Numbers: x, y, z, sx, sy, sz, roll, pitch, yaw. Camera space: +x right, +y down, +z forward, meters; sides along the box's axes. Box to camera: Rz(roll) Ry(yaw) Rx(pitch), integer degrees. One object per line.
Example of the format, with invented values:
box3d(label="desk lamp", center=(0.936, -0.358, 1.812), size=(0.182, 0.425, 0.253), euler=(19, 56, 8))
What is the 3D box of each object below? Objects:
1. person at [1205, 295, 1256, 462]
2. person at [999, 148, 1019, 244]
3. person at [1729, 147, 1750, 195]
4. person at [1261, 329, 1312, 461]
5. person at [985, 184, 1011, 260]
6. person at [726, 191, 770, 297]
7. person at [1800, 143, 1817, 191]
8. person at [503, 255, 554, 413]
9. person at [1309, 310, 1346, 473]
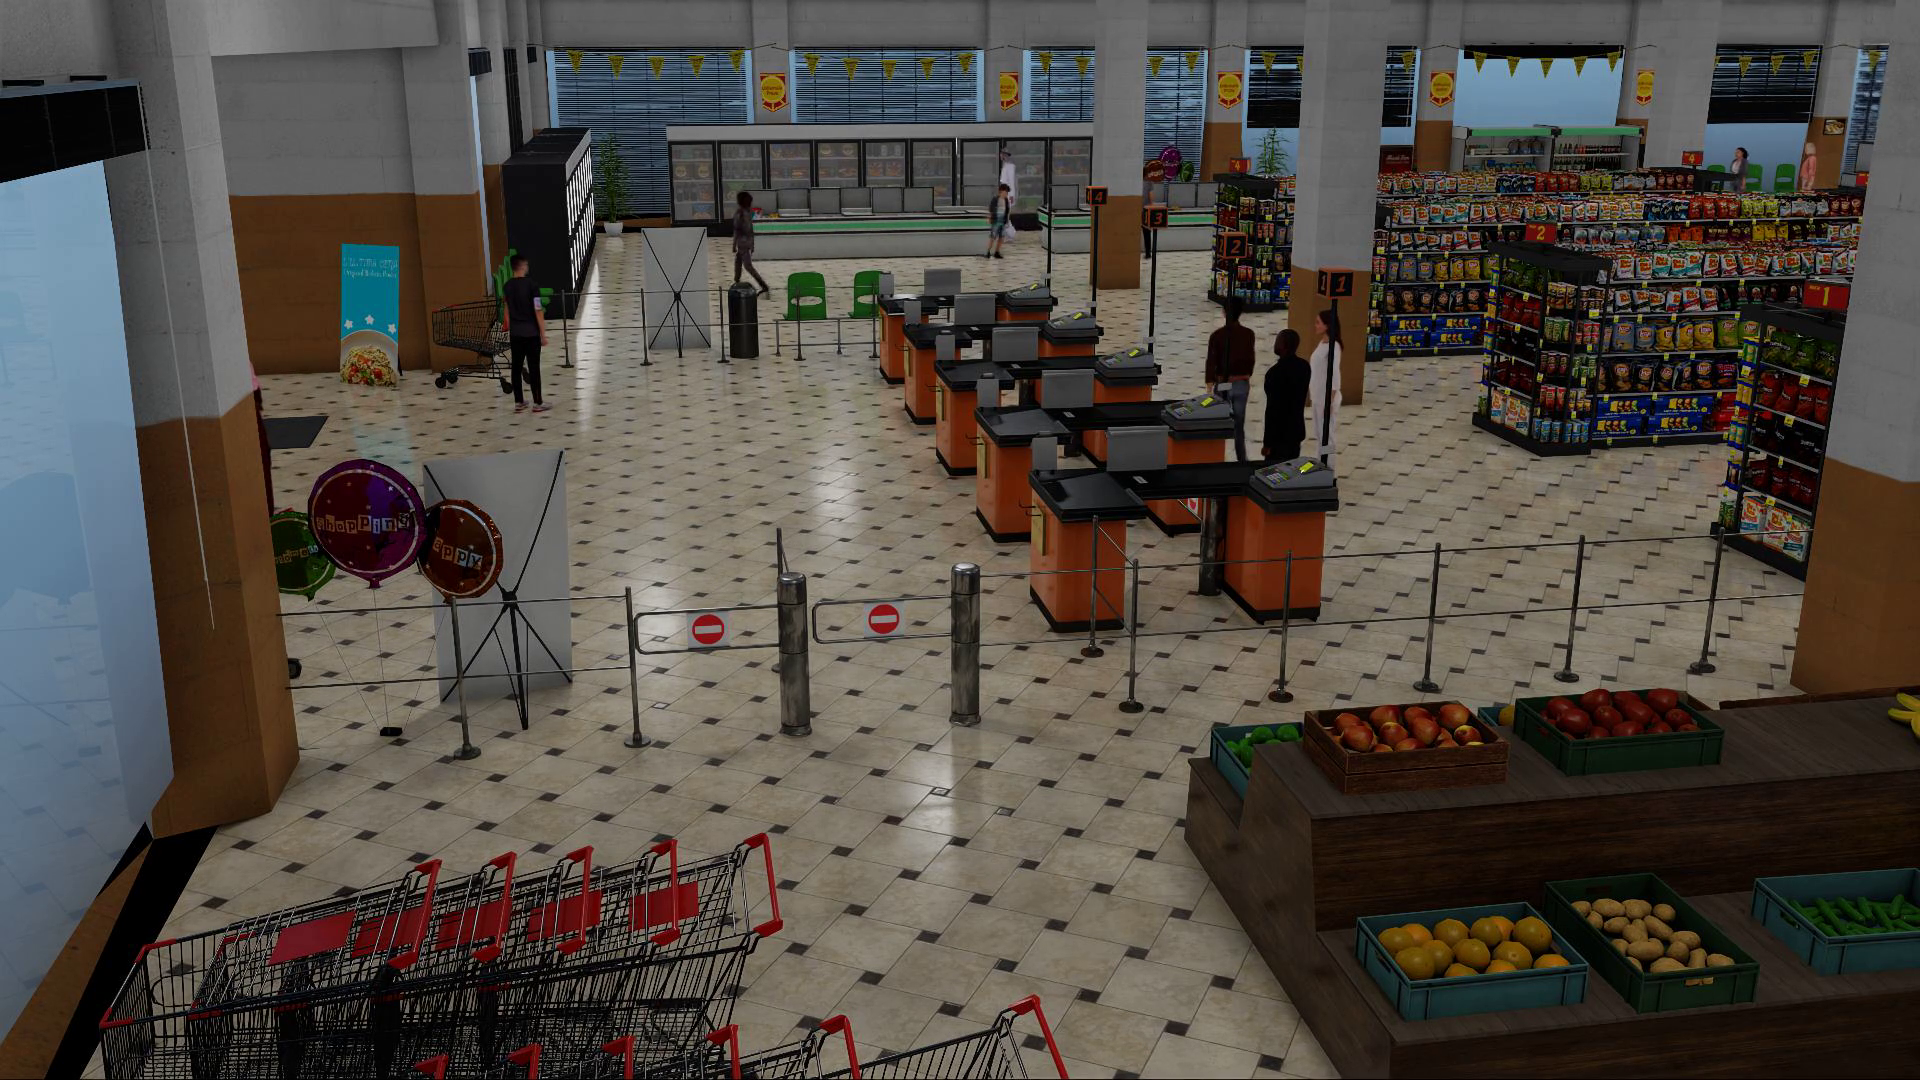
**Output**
box3d(label="person", center=(2.620, -1.420, 15.807), size=(0.801, 1.764, 0.744), euler=(-2, 17, -6))
box3d(label="person", center=(1.039, -7.015, 33.981), size=(0.786, 1.910, 0.730), euler=(-5, 17, -15))
box3d(label="person", center=(17.890, -8.123, 38.082), size=(1.134, 1.648, 0.778), euler=(-7, 18, -23))
box3d(label="person", center=(2.708, -0.856, 13.859), size=(0.847, 1.818, 0.757), euler=(15, 22, 40))
box3d(label="person", center=(0.691, -6.043, 31.624), size=(0.642, 1.421, 0.775), euler=(-5, 18, -15))
box3d(label="person", center=(-3.438, -4.762, 26.960), size=(1.155, 1.678, 1.042), euler=(10, 19, 29))
box3d(label="person", center=(19.841, -8.418, 38.922), size=(0.685, 1.723, 0.681), euler=(6, 18, 19))
box3d(label="person", center=(-4.939, -2.343, 18.850), size=(0.653, 1.762, 0.775), euler=(6, 18, 18))
box3d(label="person", center=(3.446, -1.335, 15.658), size=(0.545, 1.688, 0.600), euler=(-2, 17, -6))
